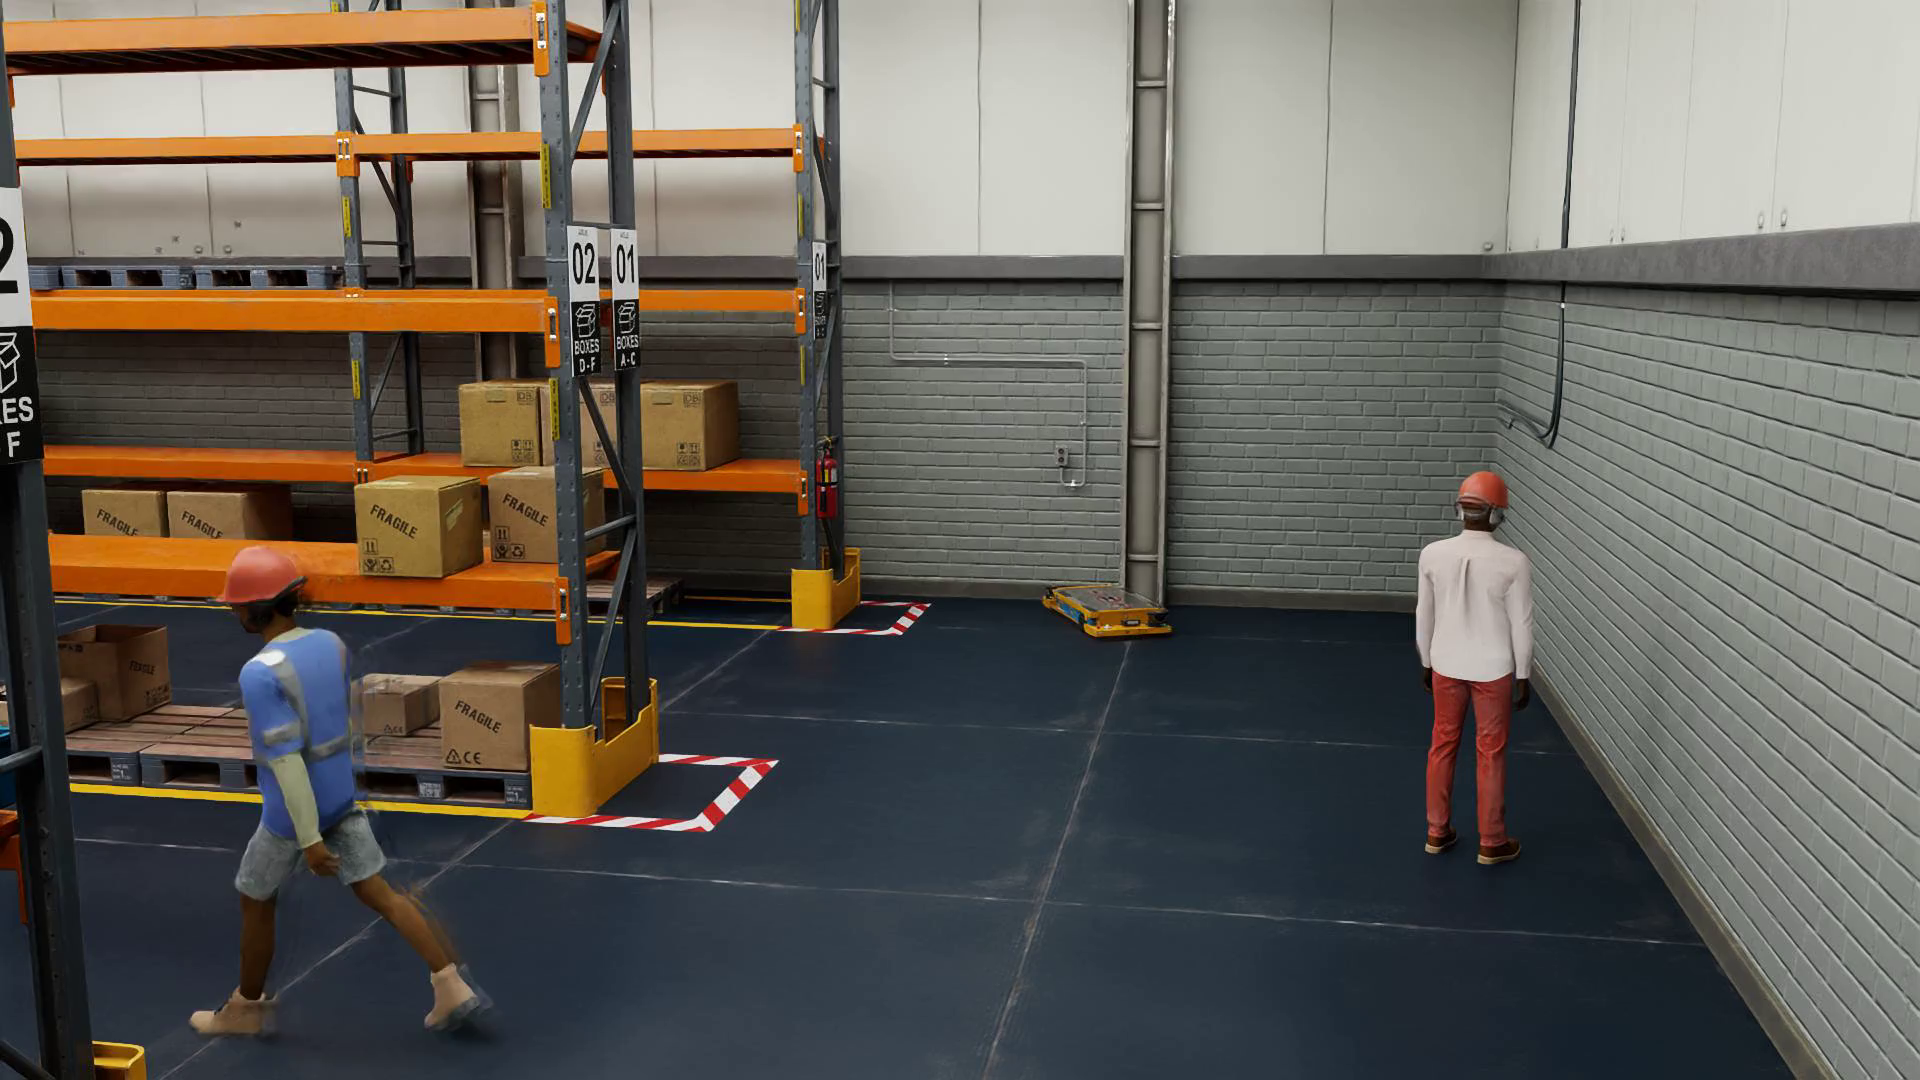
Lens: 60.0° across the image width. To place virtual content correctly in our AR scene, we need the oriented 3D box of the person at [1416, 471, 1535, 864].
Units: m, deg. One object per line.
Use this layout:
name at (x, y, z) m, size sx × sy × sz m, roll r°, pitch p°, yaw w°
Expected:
person at (2.611, 0.642, 8.440) m, size 0.609 × 1.995 × 0.376 m, roll 7°, pitch 12°, yaw 39°

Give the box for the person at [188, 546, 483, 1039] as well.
person at (-2.428, 0.993, 6.366) m, size 1.144 × 1.980 × 0.623 m, roll 2°, pitch 9°, yaw 13°

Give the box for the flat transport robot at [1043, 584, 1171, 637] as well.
flat transport robot at (1.231, 0.579, 14.167) m, size 0.652 × 0.197 × 1.431 m, roll -2°, pitch 9°, yaw -15°
